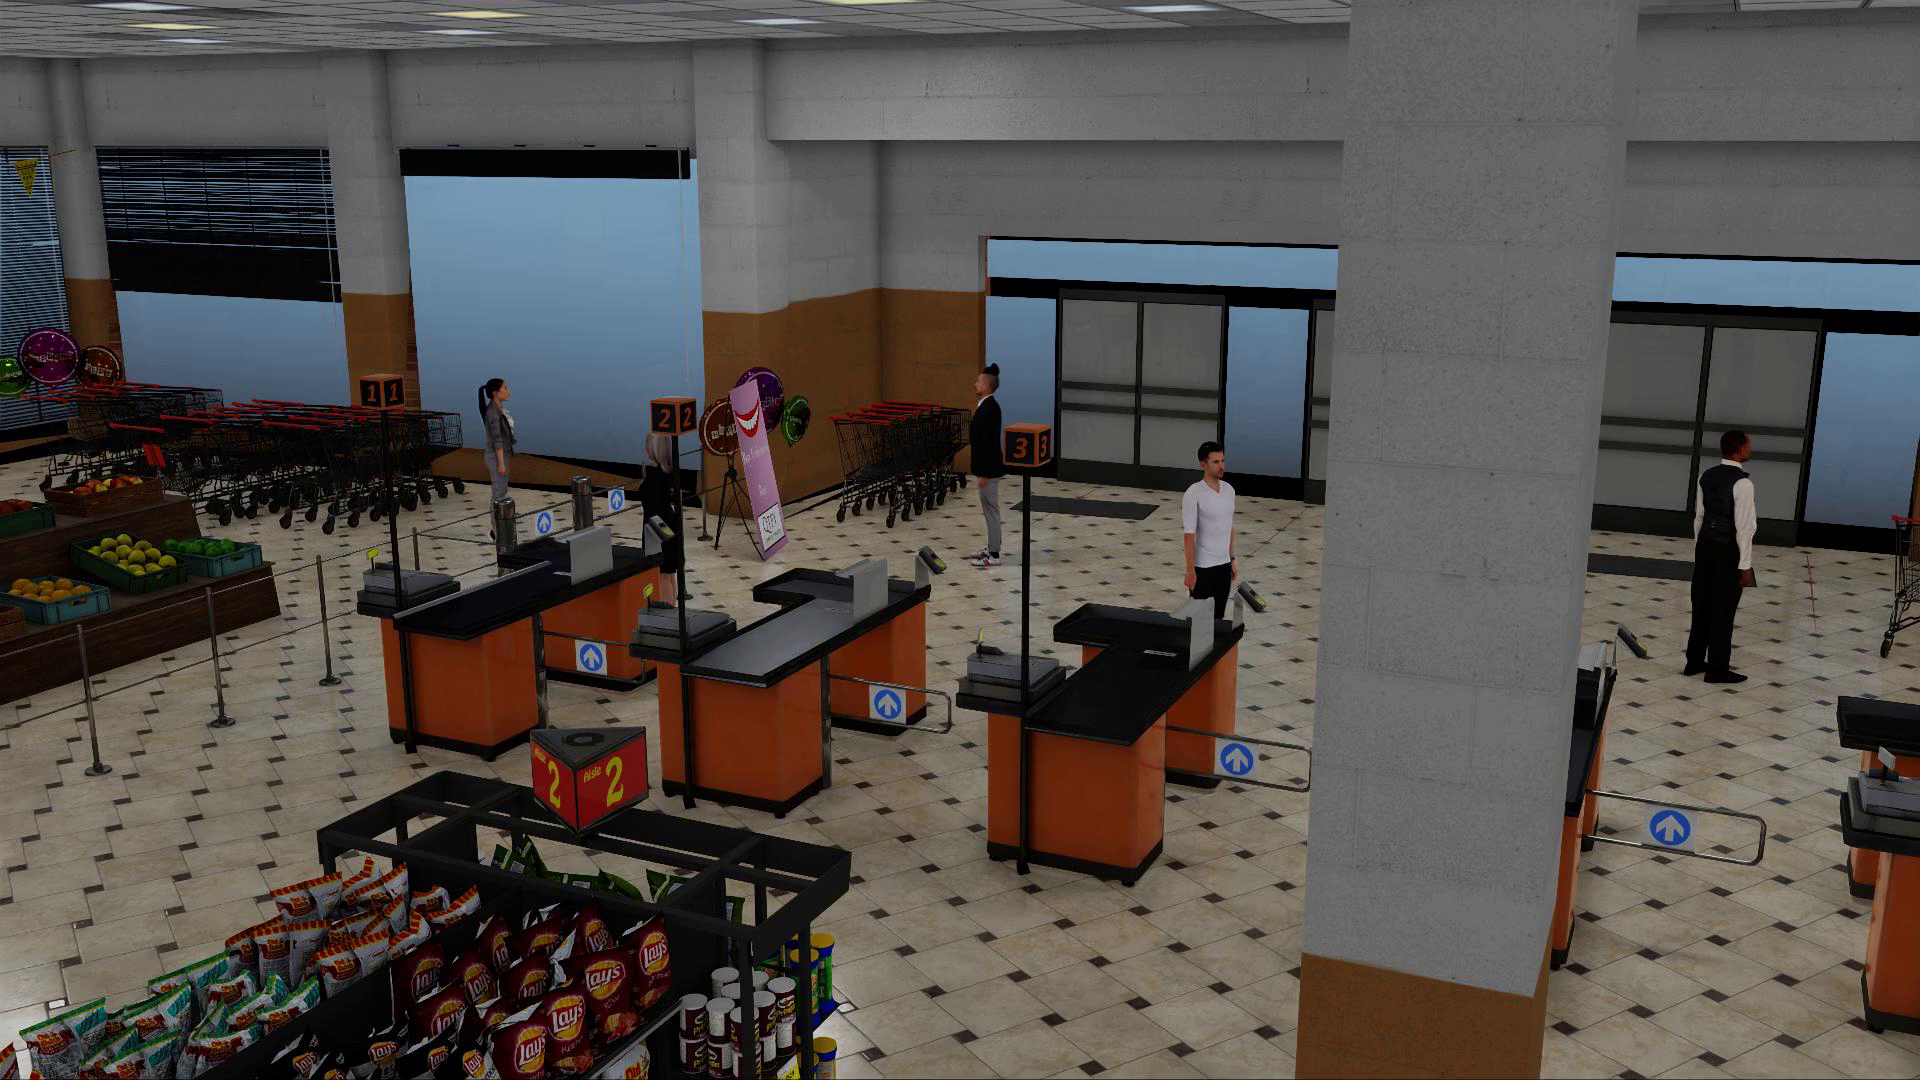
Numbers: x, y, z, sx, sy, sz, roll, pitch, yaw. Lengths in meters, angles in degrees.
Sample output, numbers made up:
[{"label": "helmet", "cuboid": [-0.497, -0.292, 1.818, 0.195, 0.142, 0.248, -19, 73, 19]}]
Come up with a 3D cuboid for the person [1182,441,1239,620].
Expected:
[{"label": "person", "cuboid": [1.866, 0.172, 12.462, 0.668, 1.851, 0.814, -11, 17, -37]}]

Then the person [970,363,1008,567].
[{"label": "person", "cuboid": [0.282, -0.728, 15.970, 0.841, 1.948, 0.681, 1, 14, 4]}]

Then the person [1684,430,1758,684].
[{"label": "person", "cuboid": [5.743, 0.115, 12.553, 0.829, 1.919, 0.764, -5, 14, -18]}]

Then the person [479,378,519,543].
[{"label": "person", "cuboid": [-4.695, -0.814, 16.903, 0.772, 1.674, 0.695, -3, 14, -13]}]

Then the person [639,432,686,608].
[{"label": "person", "cuboid": [-2.438, -0.037, 13.546, 0.739, 1.747, 0.627, 0, 14, 2]}]
